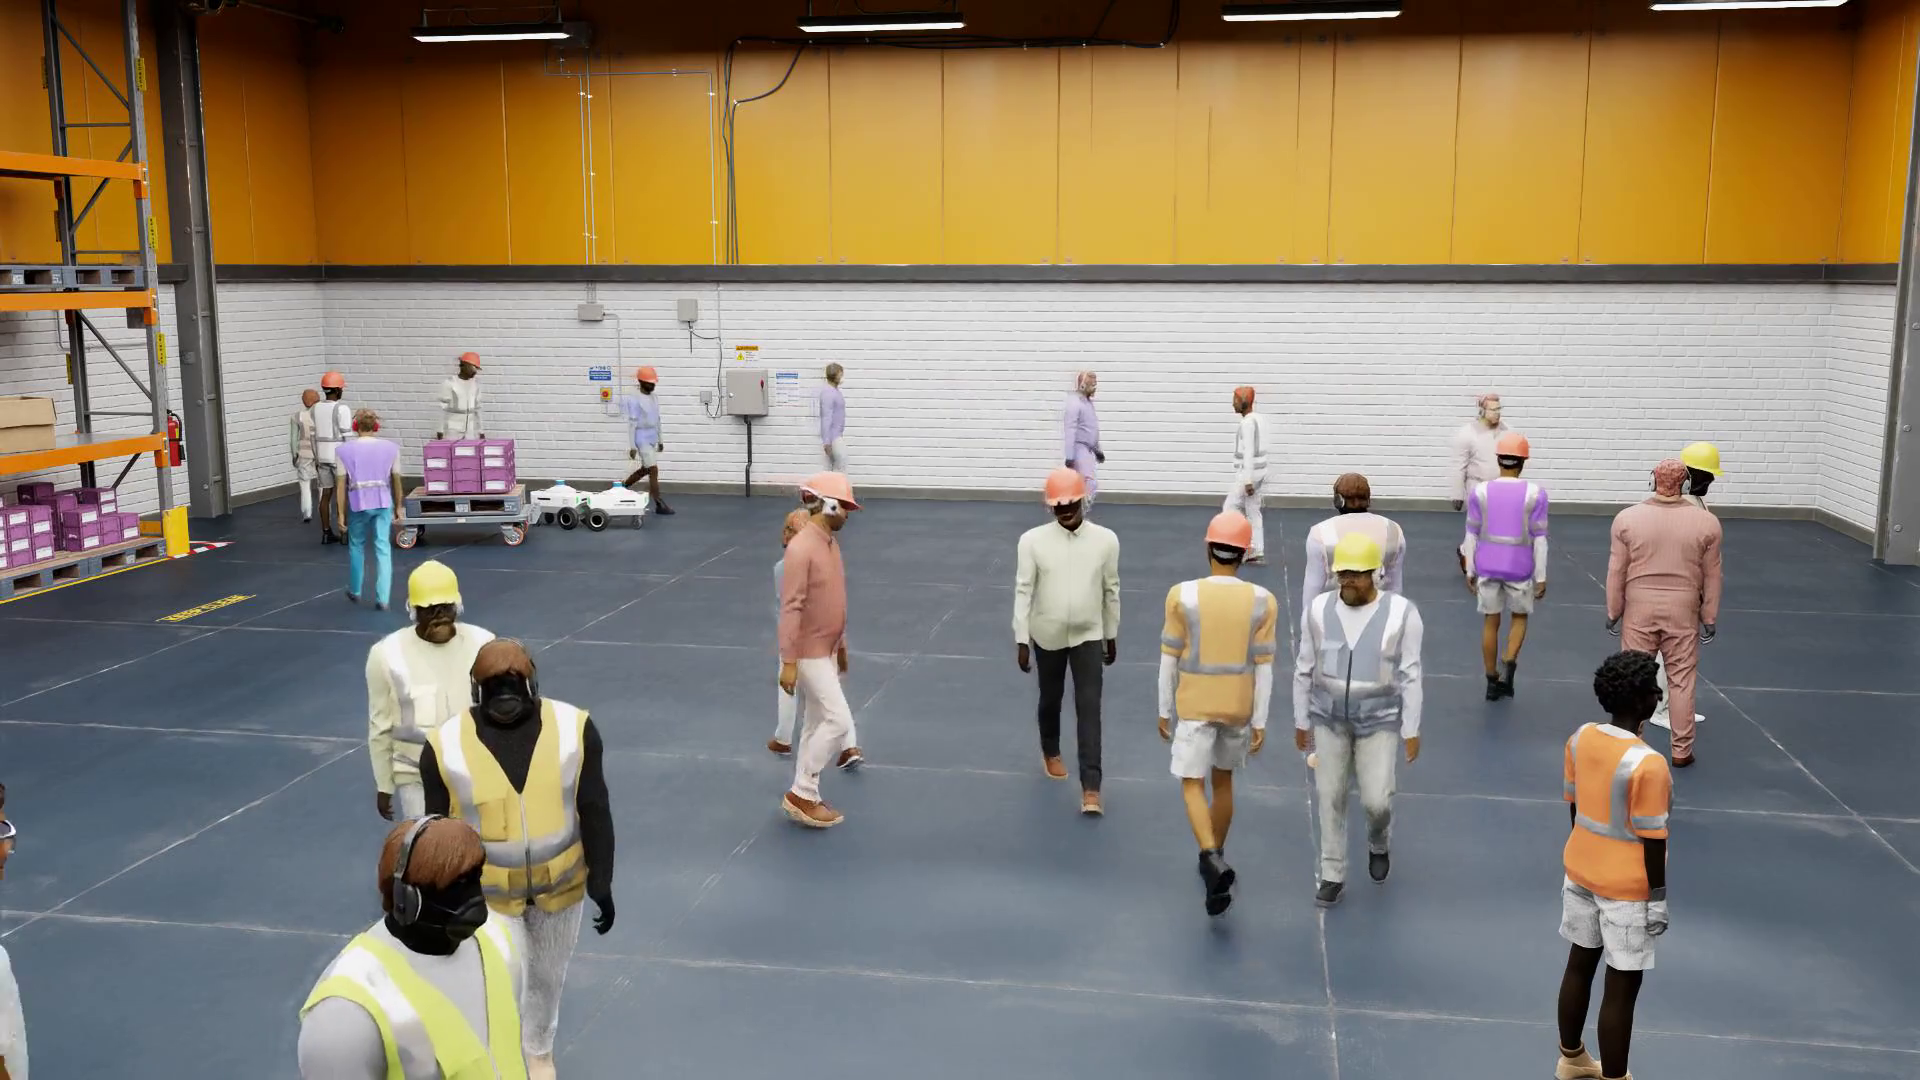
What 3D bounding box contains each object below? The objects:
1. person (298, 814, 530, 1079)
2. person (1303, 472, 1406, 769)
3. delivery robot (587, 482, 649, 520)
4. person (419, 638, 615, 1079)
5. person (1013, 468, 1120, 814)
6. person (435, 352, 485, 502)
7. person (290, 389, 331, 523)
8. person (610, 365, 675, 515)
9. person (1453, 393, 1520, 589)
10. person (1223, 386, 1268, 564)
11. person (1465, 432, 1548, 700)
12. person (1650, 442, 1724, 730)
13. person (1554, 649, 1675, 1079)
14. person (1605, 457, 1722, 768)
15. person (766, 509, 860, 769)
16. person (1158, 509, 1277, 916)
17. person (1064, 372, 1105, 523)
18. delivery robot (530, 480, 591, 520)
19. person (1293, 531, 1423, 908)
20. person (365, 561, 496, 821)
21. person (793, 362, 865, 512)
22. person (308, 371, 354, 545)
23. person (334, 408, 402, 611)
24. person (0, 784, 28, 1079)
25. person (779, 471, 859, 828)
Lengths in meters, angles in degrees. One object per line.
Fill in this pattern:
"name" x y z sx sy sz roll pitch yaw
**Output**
"person" -1.214 1.513 3.825 0.506 1.832 0.644 4 10 21
"person" 2.354 0.506 10.064 0.623 1.839 0.429 -2 9 -10
"delivery robot" -4.034 -0.447 19.647 0.707 0.478 0.477 -1 9 -7
"person" -1.543 1.211 5.833 0.624 1.802 0.931 -4 10 -23
"person" 0.612 0.532 9.614 0.637 1.936 1.057 -1 9 -4
"person" -6.593 -1.467 21.849 0.568 1.991 0.697 7 12 37
"person" -7.805 -1.012 20.113 0.526 1.637 0.344 -4 10 -22
"person" -4.018 -1.254 20.824 0.870 1.895 0.586 4 10 23
"person" 5.084 -0.499 16.180 0.655 1.881 0.838 -3 10 -20
"person" 2.966 -0.659 17.219 0.472 1.858 0.599 4 10 26
"person" 3.859 0.193 11.752 0.583 1.912 0.403 4 10 25
"person" 4.827 0.302 11.070 0.373 1.920 0.585 7 11 36
"person" 2.370 1.228 6.004 0.318 1.700 0.535 -2 9 -13
"person" 4.318 0.443 10.239 0.652 1.906 0.402 3 10 21
"person" -0.902 0.601 10.227 0.501 1.596 0.837 -7 11 -36
"person" 1.242 0.824 7.938 0.551 1.909 0.837 0 9 -1
"person" 1.479 -1.016 19.359 0.620 1.881 0.645 2 9 14
"delivery robot" -4.756 -0.475 19.820 0.707 0.478 0.477 4 10 21
"person" 1.901 0.850 7.983 0.615 1.817 0.452 5 10 26
"person" -2.273 0.969 7.259 0.599 1.813 0.531 -5 11 -30
"person" -1.672 -1.291 20.990 0.855 1.915 0.635 0 9 3
"person" -6.950 -0.907 18.515 0.548 1.937 0.379 4 10 21
"person" -5.381 -0.290 15.100 0.583 1.801 0.904 -5 10 -29
"person" -2.432 1.481 3.964 0.505 1.855 0.710 5 11 30
"person" -0.750 0.608 9.060 0.471 1.953 0.652 3 9 15
